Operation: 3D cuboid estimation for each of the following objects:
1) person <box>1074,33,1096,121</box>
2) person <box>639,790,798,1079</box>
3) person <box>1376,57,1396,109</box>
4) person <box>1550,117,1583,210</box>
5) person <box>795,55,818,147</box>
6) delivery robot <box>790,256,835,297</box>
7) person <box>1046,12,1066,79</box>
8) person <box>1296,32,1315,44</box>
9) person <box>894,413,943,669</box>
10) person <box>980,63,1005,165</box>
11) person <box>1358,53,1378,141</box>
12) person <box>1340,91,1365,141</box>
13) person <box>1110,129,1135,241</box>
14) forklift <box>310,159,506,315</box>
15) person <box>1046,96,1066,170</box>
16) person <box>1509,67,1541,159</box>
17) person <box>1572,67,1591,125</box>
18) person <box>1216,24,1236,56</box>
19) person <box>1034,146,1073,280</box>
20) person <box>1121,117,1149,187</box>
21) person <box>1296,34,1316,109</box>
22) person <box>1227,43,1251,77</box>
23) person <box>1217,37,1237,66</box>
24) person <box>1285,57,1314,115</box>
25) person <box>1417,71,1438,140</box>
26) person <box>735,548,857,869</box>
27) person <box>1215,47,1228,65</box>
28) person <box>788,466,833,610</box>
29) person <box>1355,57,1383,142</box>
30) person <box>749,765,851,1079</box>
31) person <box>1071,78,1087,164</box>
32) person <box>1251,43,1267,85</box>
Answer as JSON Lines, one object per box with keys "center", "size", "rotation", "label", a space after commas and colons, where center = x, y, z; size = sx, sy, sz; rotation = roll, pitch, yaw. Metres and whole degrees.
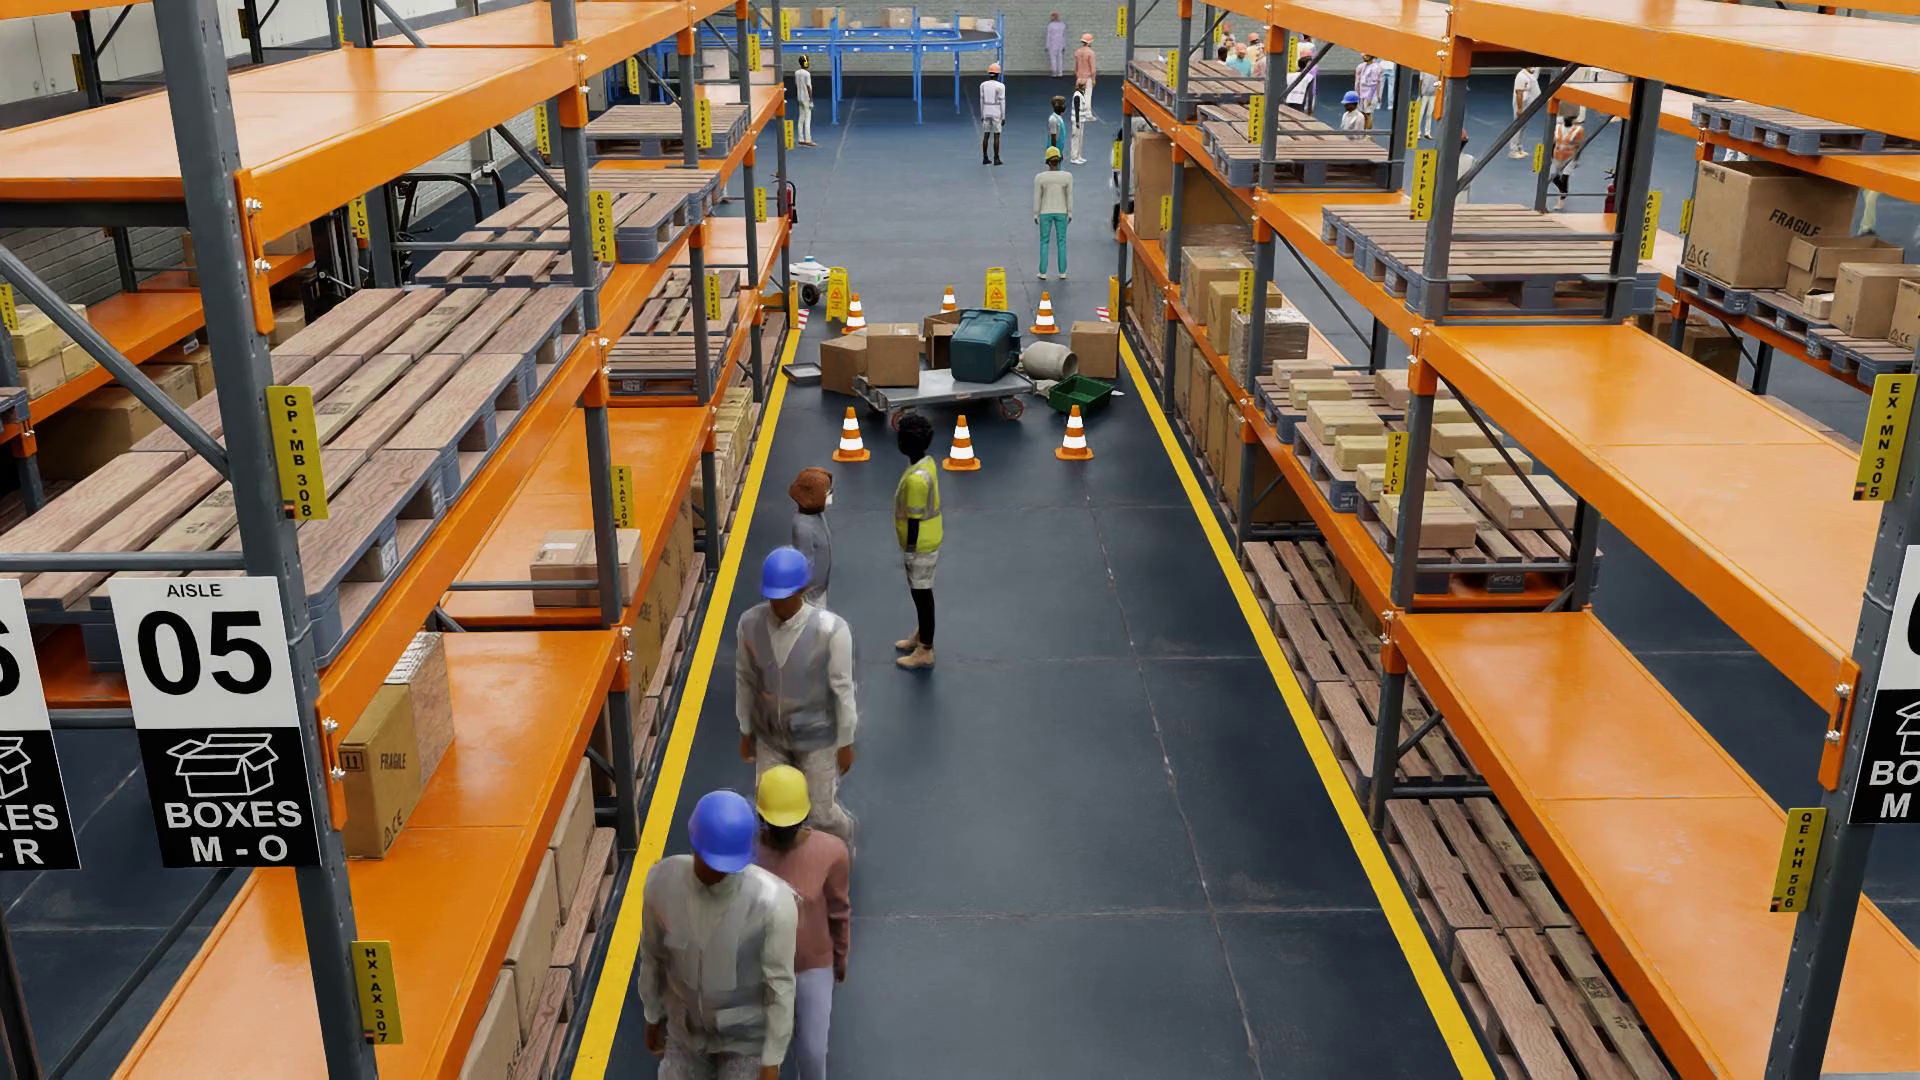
{"center": [2.974, -10.936, 39.321], "size": [0.378, 1.996, 0.611], "rotation": [-19, 28, -40], "label": "person"}
{"center": [-0.867, 1.744, 5.921], "size": [0.637, 1.922, 0.489], "rotation": [6, 22, 17], "label": "person"}
{"center": [10.727, -11.790, 41.705], "size": [0.608, 1.909, 0.398], "rotation": [10, 23, 26], "label": "person"}
{"center": [10.073, -6.353, 27.638], "size": [0.539, 1.686, 0.548], "rotation": [18, 27, 40], "label": "person"}
{"center": [-3.257, -9.250, 35.042], "size": [0.329, 1.872, 0.508], "rotation": [-18, 27, -40], "label": "person"}
{"center": [-1.918, -3.368, 21.192], "size": [0.707, 0.478, 0.477], "rotation": [18, 27, 39], "label": "delivery robot"}
{"center": [2.821, -14.673, 49.332], "size": [0.652, 1.906, 0.402], "rotation": [-14, 25, -32], "label": "person"}
{"center": [9.974, -14.186, 48.007], "size": [0.593, 1.925, 0.384], "rotation": [18, 27, 39], "label": "person"}
{"center": [-0.274, 0.006, 10.823], "size": [0.322, 1.694, 0.532], "rotation": [1, 21, 3], "label": "person"}
{"center": [0.654, -8.294, 32.435], "size": [0.544, 1.930, 0.388], "rotation": [12, 24, 29], "label": "person"}
{"center": [8.594, -9.404, 35.206], "size": [0.370, 2.044, 0.608], "rotation": [-3, 21, -9], "label": "person"}
{"center": [6.437, -6.422, 27.475], "size": [0.426, 1.939, 0.609], "rotation": [-5, 21, -14], "label": "person"}
{"center": [2.439, -5.297, 24.853], "size": [0.367, 1.684, 0.549], "rotation": [18, 27, 39], "label": "person"}
{"center": [-5.622, -2.910, 17.832], "size": [2.313, 2.155, 1.214], "rotation": [-1, 21, -1], "label": "forklift"}
{"center": [1.615, -6.431, 27.623], "size": [0.345, 1.847, 0.507], "rotation": [4, 21, 11], "label": "person"}
{"center": [11.374, -8.711, 33.379], "size": [0.535, 2.000, 0.684], "rotation": [14, 25, 32], "label": "person"}
{"center": [14.461, -10.476, 38.627], "size": [0.279, 1.621, 0.509], "rotation": [14, 25, 32], "label": "person"}
{"center": [7.560, -13.756, 47.174], "size": [0.694, 1.716, 0.459], "rotation": [-6, 22, -16], "label": "person"}
{"center": [1.247, -4.384, 22.342], "size": [0.530, 1.761, 0.341], "rotation": [-1, 21, -4], "label": "person"}
{"center": [2.989, -6.669, 28.418], "size": [0.491, 1.730, 0.324], "rotation": [7, 22, 17], "label": "person"}
{"center": [8.617, -11.791, 41.691], "size": [0.598, 1.917, 0.375], "rotation": [16, 26, 36], "label": "person"}
{"center": [6.170, -10.059, 37.024], "size": [0.641, 1.976, 0.574], "rotation": [-8, 22, -20], "label": "person"}
{"center": [6.458, -11.270, 40.425], "size": [0.564, 1.838, 0.390], "rotation": [-12, 24, -28], "label": "person"}
{"center": [7.021, -9.017, 34.444], "size": [0.627, 1.865, 0.820], "rotation": [12, 24, 29], "label": "person"}
{"center": [10.151, -9.609, 36.000], "size": [0.521, 1.865, 0.328], "rotation": [-5, 21, -12], "label": "person"}
{"center": [-0.782, 0.905, 8.120], "size": [0.628, 1.927, 0.566], "rotation": [8, 22, 20], "label": "person"}
{"center": [5.696, -9.920, 36.768], "size": [0.401, 1.906, 0.597], "rotation": [-4, 21, -11], "label": "person"}
{"center": [-0.883, 0.326, 10.074], "size": [0.287, 1.623, 0.507], "rotation": [1, 21, 3], "label": "person"}
{"center": [8.763, -9.538, 35.716], "size": [0.627, 1.934, 0.371], "rotation": [-5, 21, -14], "label": "person"}
{"center": [-0.684, 1.611, 6.516], "size": [0.526, 1.741, 0.791], "rotation": [-3, 21, -7], "label": "person"}
{"center": [2.339, -8.239, 32.708], "size": [0.312, 1.633, 0.517], "rotation": [6, 21, 15], "label": "person"}
{"center": [6.756, -10.236, 37.597], "size": [0.399, 1.908, 0.643], "rotation": [2, 21, 5], "label": "person"}
